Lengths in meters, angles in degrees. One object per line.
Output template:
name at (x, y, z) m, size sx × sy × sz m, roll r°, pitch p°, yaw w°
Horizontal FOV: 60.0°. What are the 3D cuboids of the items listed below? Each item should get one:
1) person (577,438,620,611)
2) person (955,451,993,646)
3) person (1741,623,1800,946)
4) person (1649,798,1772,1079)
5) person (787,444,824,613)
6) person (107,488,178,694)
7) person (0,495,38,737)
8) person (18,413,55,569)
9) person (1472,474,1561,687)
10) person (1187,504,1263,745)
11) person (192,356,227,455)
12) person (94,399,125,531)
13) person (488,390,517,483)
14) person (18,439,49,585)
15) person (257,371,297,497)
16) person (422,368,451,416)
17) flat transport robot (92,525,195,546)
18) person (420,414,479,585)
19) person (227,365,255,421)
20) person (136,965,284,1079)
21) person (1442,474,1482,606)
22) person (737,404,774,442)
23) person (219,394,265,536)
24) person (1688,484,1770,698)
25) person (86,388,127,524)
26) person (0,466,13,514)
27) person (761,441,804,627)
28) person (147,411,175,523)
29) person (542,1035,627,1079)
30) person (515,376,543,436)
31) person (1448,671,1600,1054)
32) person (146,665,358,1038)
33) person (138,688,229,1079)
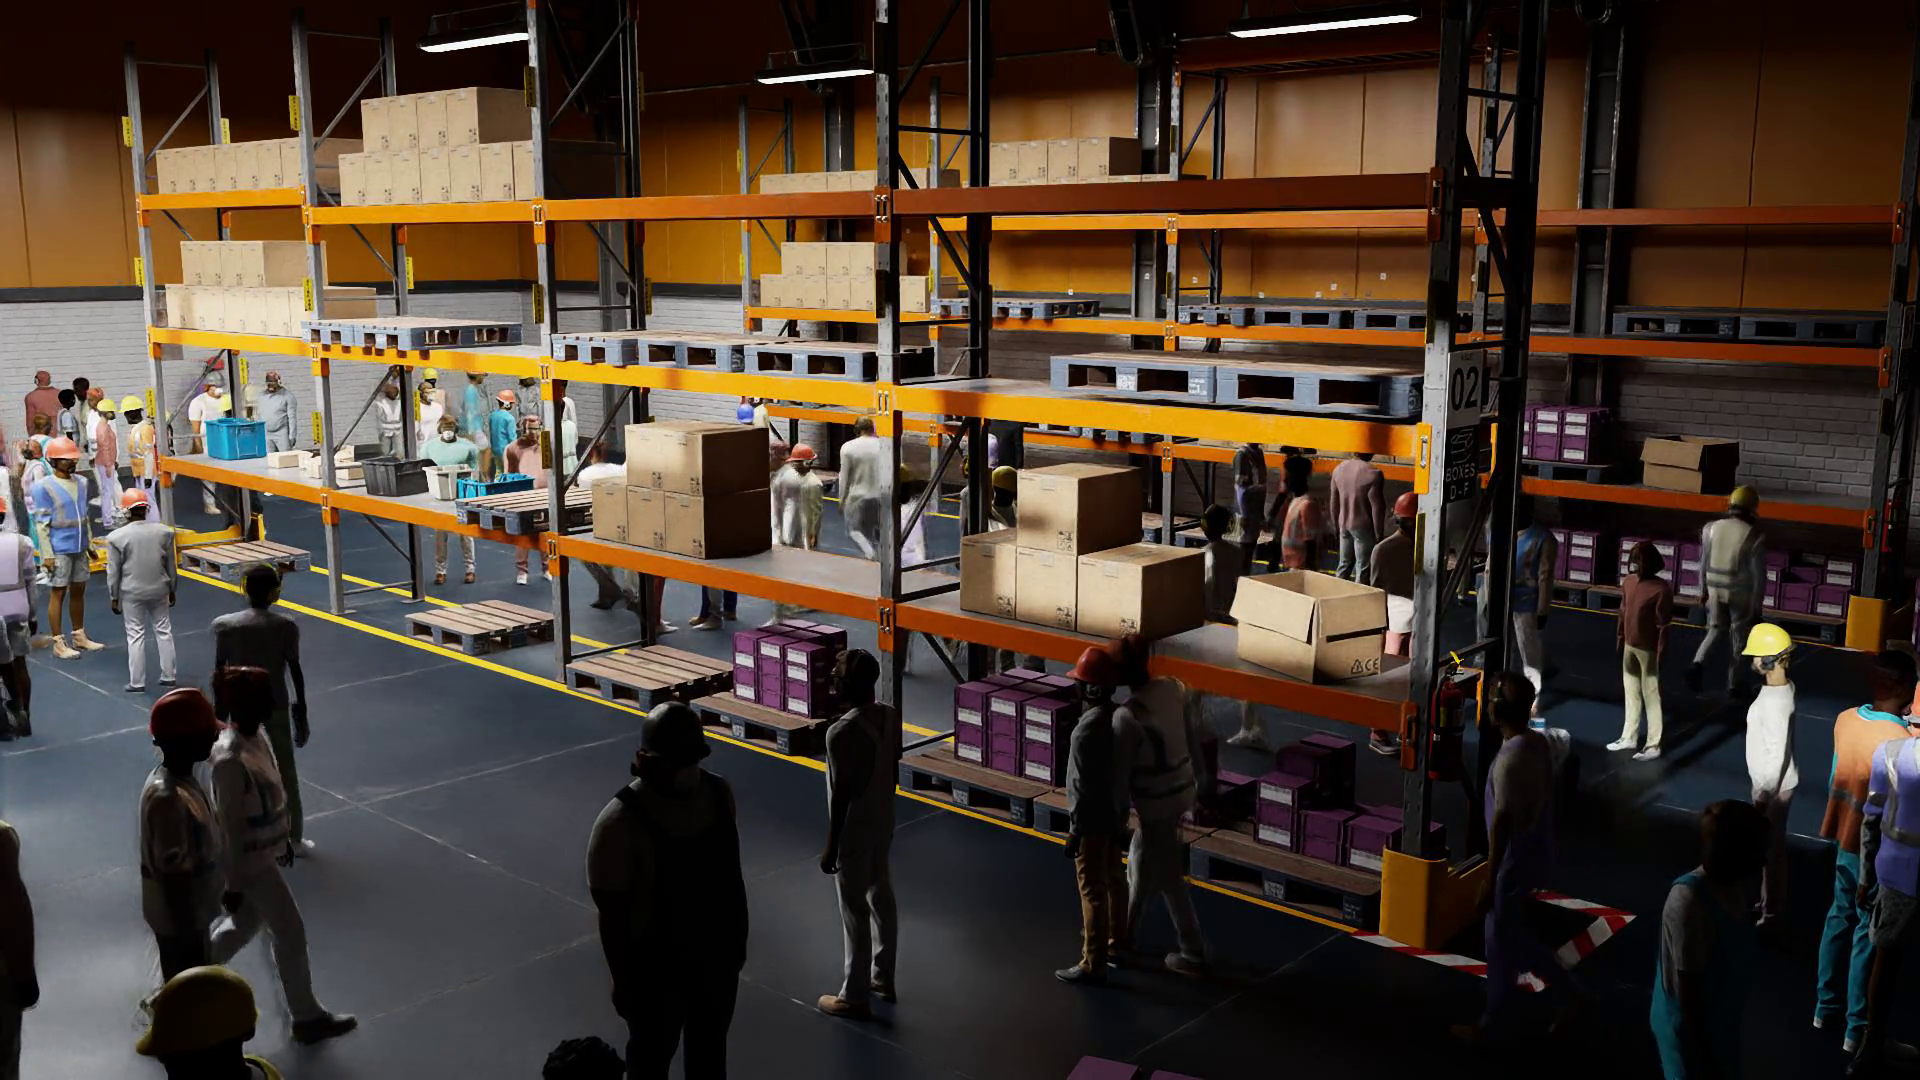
person at (-3.686, -0.148, 17.172) m, size 0.479 × 1.818 × 0.569 m, roll 7°, pitch 12°, yaw 34°
person at (0.122, 0.075, 15.748) m, size 0.328 × 1.872 × 0.511 m, roll 5°, pitch 11°, yaw 28°
person at (4.365, 1.320, 9.025) m, size 0.337 × 1.760 × 0.526 m, roll 5°, pitch 11°, yaw 28°
person at (2.732, 1.817, 6.024) m, size 0.513 × 1.837 × 0.410 m, roll -8°, pitch 13°, yaw -39°
person at (-1.616, -0.125, 17.207) m, size 0.330 × 1.751 × 0.563 m, roll -6°, pitch 12°, yaw -32°
person at (-6.943, 0.425, 14.128) m, size 0.350 × 1.744 × 0.566 m, roll 9°, pitch 14°, yaw 42°
person at (-7.402, 0.576, 12.833) m, size 0.497 × 1.909 × 0.559 m, roll 9°, pitch 14°, yaw 43°
person at (-10.811, -0.587, 19.643) m, size 0.628 × 1.809 × 0.575 m, roll -2°, pitch 10°, yaw -8°
person at (4.715, 0.346, 14.123) m, size 0.814 × 1.909 × 0.637 m, roll 0°, pitch 10°, yaw -2°
person at (1.999, 0.643, 12.751) m, size 0.600 × 1.810 × 0.966 m, roll -5°, pitch 11°, yaw -26°
person at (-12.518, -2.073, 27.656) m, size 0.688 × 1.968 × 1.056 m, roll 2°, pitch 10°, yaw 11°
person at (-11.330, -1.002, 22.158) m, size 0.336 × 1.758 × 0.516 m, roll -5°, pitch 11°, yaw -25°
person at (-6.477, -1.273, 23.745) m, size 0.575 × 1.740 × 0.354 m, roll 9°, pitch 13°, yaw 40°
person at (-10.318, -0.319, 18.639) m, size 0.314 × 1.636 × 0.515 m, roll -7°, pitch 12°, yaw -35°
person at (-10.340, -1.603, 25.170) m, size 0.642 × 1.900 × 0.400 m, roll 2°, pitch 10°, yaw 13°
person at (-8.045, -1.666, 25.429) m, size 0.384 × 1.928 × 0.588 m, roll 8°, pitch 13°, yaw 40°
flat transport robot at (-10.090, 0.028, 20.534) m, size 0.652 × 0.197 × 1.431 m, roll 6°, pitch 12°, yaw 30°
person at (-5.686, -0.455, 18.599) m, size 0.627 × 1.929 × 0.377 m, roll -3°, pitch 10°, yaw -14°
person at (-11.577, -1.913, 26.731) m, size 0.646 × 1.952 × 0.454 m, roll 7°, pitch 12°, yaw 35°
person at (-1.924, 2.050, 4.471) m, size 0.405 × 1.917 × 0.582 m, roll -5°, pitch 11°, yaw -28°
person at (5.183, -0.176, 17.495) m, size 0.563 × 1.752 × 0.329 m, roll 1°, pitch 10°, yaw 3°
person at (-2.503, -0.714, 20.113) m, size 0.660 × 1.909 × 0.742 m, roll -1°, pitch 10°, yaw -8°
person at (-9.235, -0.930, 21.330) m, size 0.624 × 1.921 × 0.487 m, roll 2°, pitch 10°, yaw 12°
person at (6.401, 0.445, 13.817) m, size 0.582 × 1.815 × 0.607 m, roll -7°, pitch 12°, yaw -34°
person at (-11.635, -1.134, 22.602) m, size 0.592 × 1.873 × 0.362 m, roll 7°, pitch 12°, yaw 35°
person at (-9.986, -0.164, 17.102) m, size 0.591 × 1.866 × 0.531 m, roll 2°, pitch 10°, yaw 9°
person at (-1.763, -0.034, 16.386) m, size 0.418 × 1.864 × 0.682 m, roll -4°, pitch 11°, yaw -22°
person at (-10.220, -0.802, 21.171) m, size 0.574 × 1.706 × 0.523 m, roll 9°, pitch 14°, yaw 43°
person at (-1.000, 2.145, 4.533) m, size 0.533 × 1.697 × 0.322 m, roll -3°, pitch 11°, yaw -17°
person at (-7.257, -2.018, 27.980) m, size 0.489 × 1.731 × 0.325 m, roll 2°, pitch 10°, yaw 13°
person at (2.638, 1.519, 7.706) m, size 0.564 × 1.826 × 0.543 m, roll 5°, pitch 11°, yaw 28°
person at (-3.402, 1.486, 7.823) m, size 0.885 × 1.858 × 0.577 m, roll -3°, pitch 10°, yaw -16°
person at (-3.270, 1.578, 7.098) m, size 0.381 × 1.932 × 0.543 m, roll -4°, pitch 11°, yaw -20°
